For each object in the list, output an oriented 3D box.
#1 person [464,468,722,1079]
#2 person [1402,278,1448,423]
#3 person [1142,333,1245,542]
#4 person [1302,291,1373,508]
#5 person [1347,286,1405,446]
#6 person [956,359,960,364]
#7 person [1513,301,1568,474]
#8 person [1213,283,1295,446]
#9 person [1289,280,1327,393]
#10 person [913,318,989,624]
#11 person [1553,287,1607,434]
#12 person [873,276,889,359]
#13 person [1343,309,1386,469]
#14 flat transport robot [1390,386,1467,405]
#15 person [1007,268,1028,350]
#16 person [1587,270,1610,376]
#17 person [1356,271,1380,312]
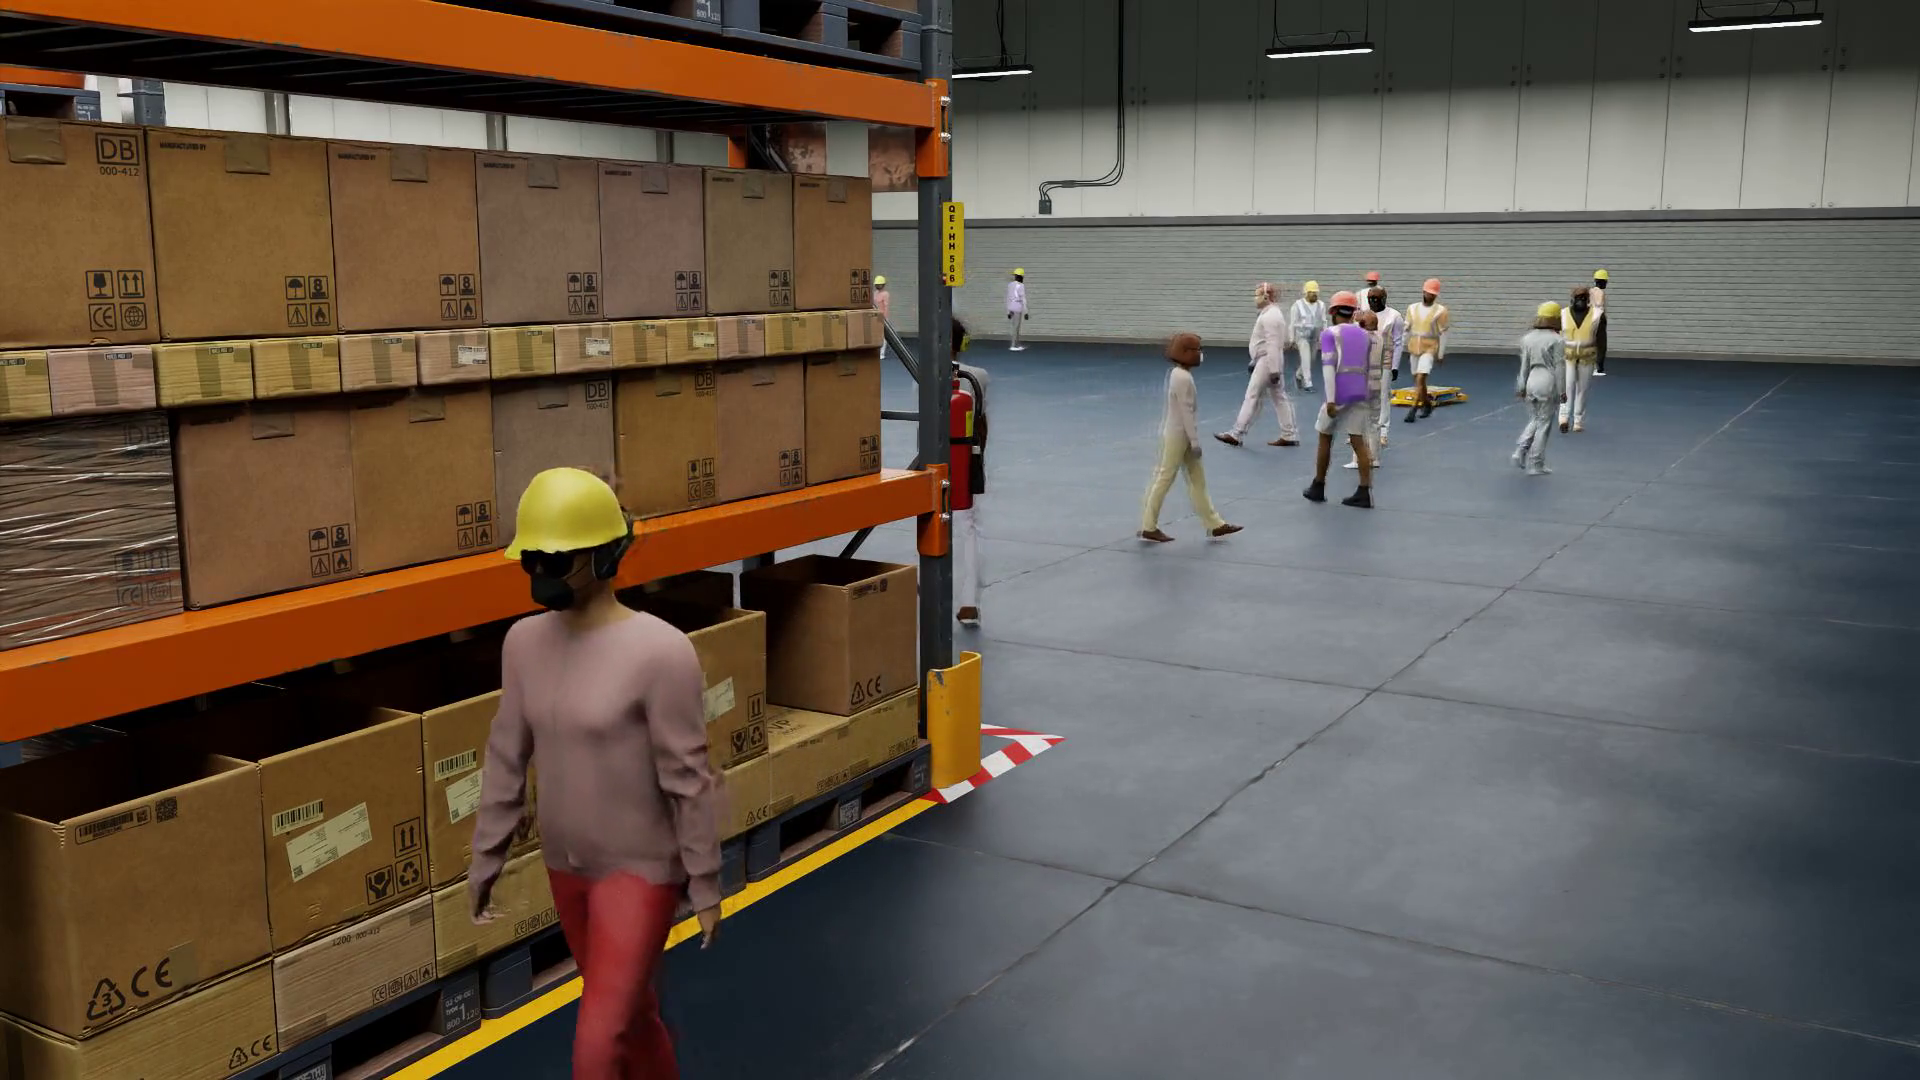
[{"bbox_3d":[-0.833,0.722,3.479,0.557,1.731,0.802,7,12,34],"label":"person"},{"bbox_3d":[6.139,-2.521,22.020,0.600,1.899,0.963,8,12,38],"label":"person"},{"bbox_3d":[1.771,-0.759,12.571,0.835,1.587,0.519,1,10,8],"label":"person"},{"bbox_3d":[3.360,-1.242,14.632,0.582,1.860,0.916,-4,10,-22],"label":"person"},{"bbox_3d":[4.763,-1.999,19.145,0.621,1.838,0.429,7,12,35],"label":"person"},{"bbox_3d":[-0.405,-3.983,30.584,0.949,1.901,0.553,-1,10,-6],"label":"person"},{"bbox_3d":[5.838,-1.509,16.607,0.357,1.729,0.488,-5,11,-26],"label":"person"},{"bbox_3d":[3.412,-1.992,19.029,0.973,1.861,0.653,3,10,17],"label":"person"},{"bbox_3d":[5.576,-3.287,26.789,0.593,1.800,0.826,-3,10,-19],"label":"person"},{"bbox_3d":[-0.063,-0.440,10.066,0.505,1.817,0.990,-3,10,-16],"label":"person"},{"bbox_3d":[7.584,-2.198,20.422,0.639,1.784,0.994,3,10,19],"label":"person"},{"bbox_3d":[-1.690,-4.686,35.097,0.364,1.758,0.565,-7,12,-36],"label":"person"},{"bbox_3d":[4.161,-1.537,17.037,0.513,1.635,0.311,-8,13,-40],"label":"person"},{"bbox_3d":[6.869,-2.127,24.469,0.652,0.197,1.431,8,12,38],"label":"flat transport robot"},{"bbox_3d":[1.328,-5.343,38.502,0.404,1.926,0.598,-5,11,-28],"label":"person"},{"bbox_3d":[11.638,-3.961,30.368,0.377,1.923,0.595,1,10,3],"label":"person"},{"bbox_3d":[7.800,-4.168,31.690,0.561,1.895,0.978,10,14,44],"label":"person"}]
